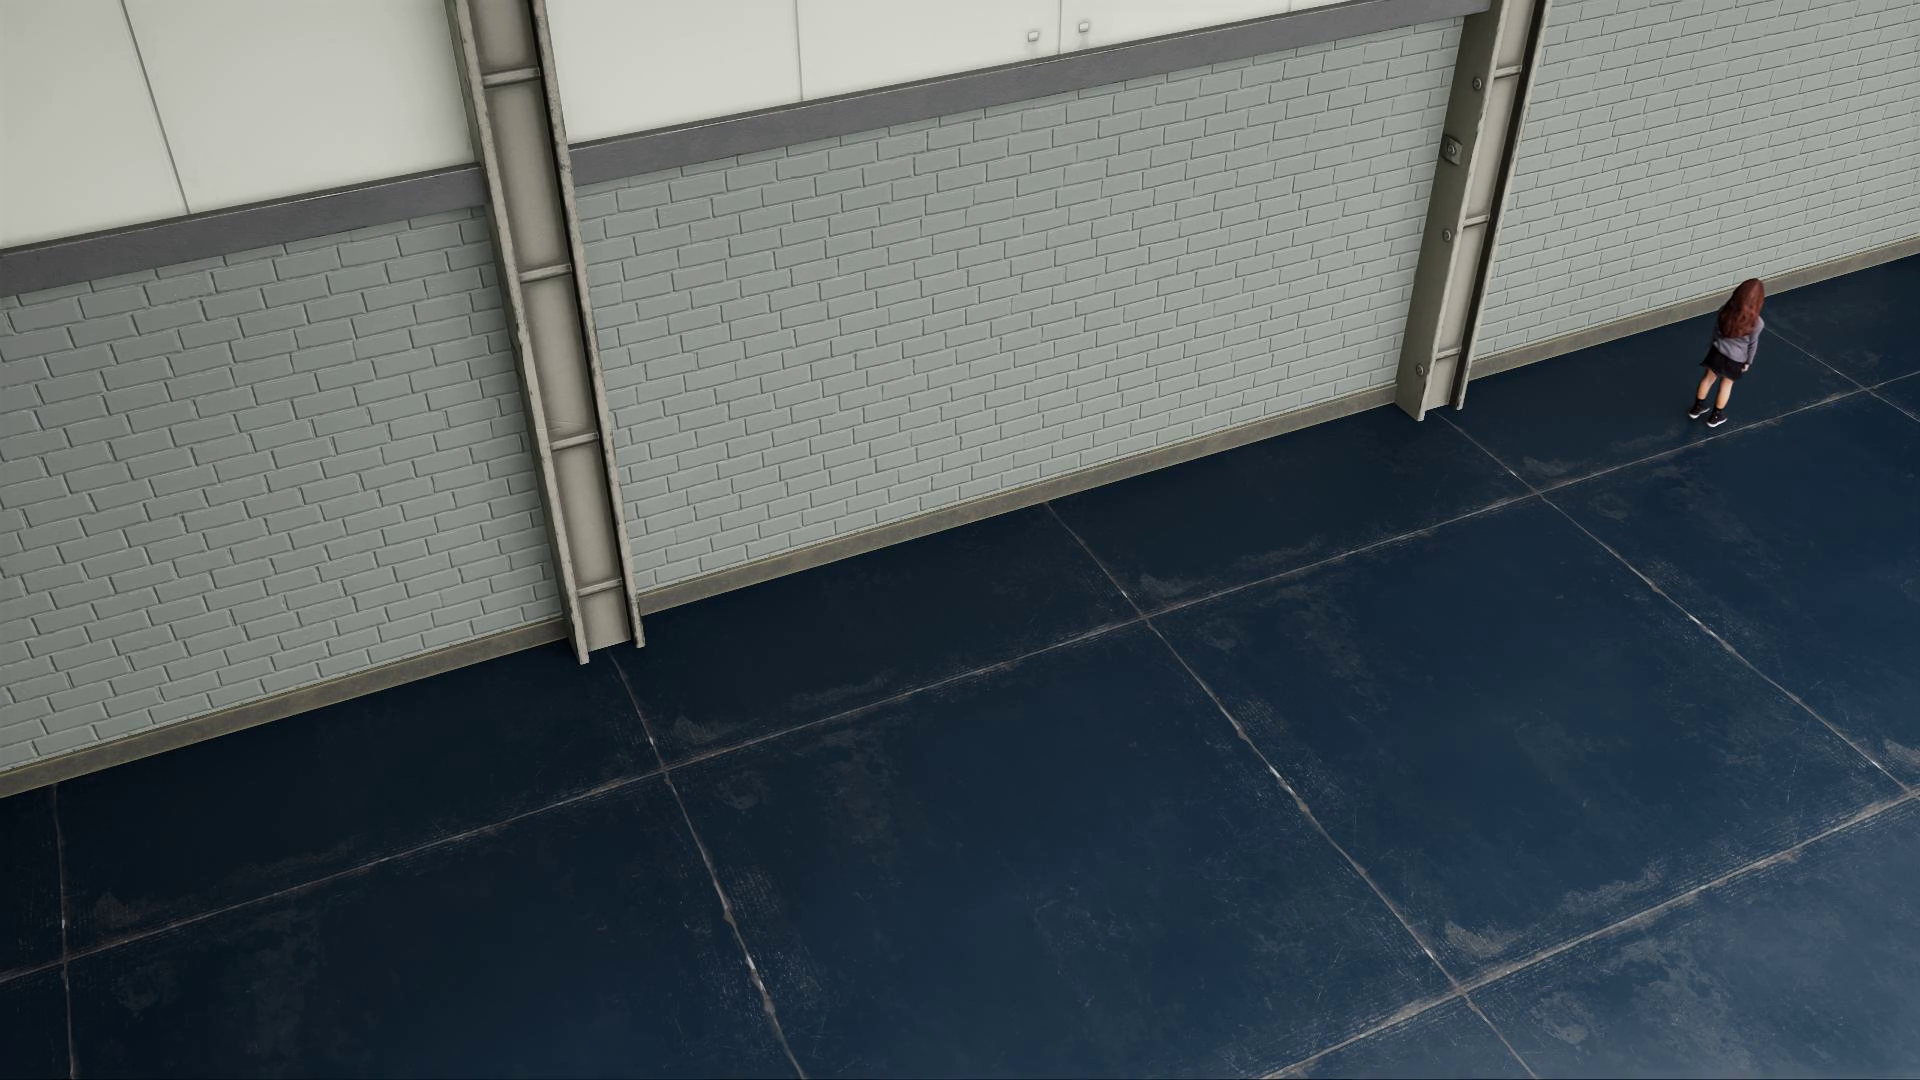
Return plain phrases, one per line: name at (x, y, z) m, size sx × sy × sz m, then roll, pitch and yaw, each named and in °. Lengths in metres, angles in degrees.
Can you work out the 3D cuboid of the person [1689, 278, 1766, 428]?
person at (5.263, -1.298, 11.384) m, size 0.515 × 1.107 × 0.512 m, roll -30°, pitch 47°, yaw -32°
